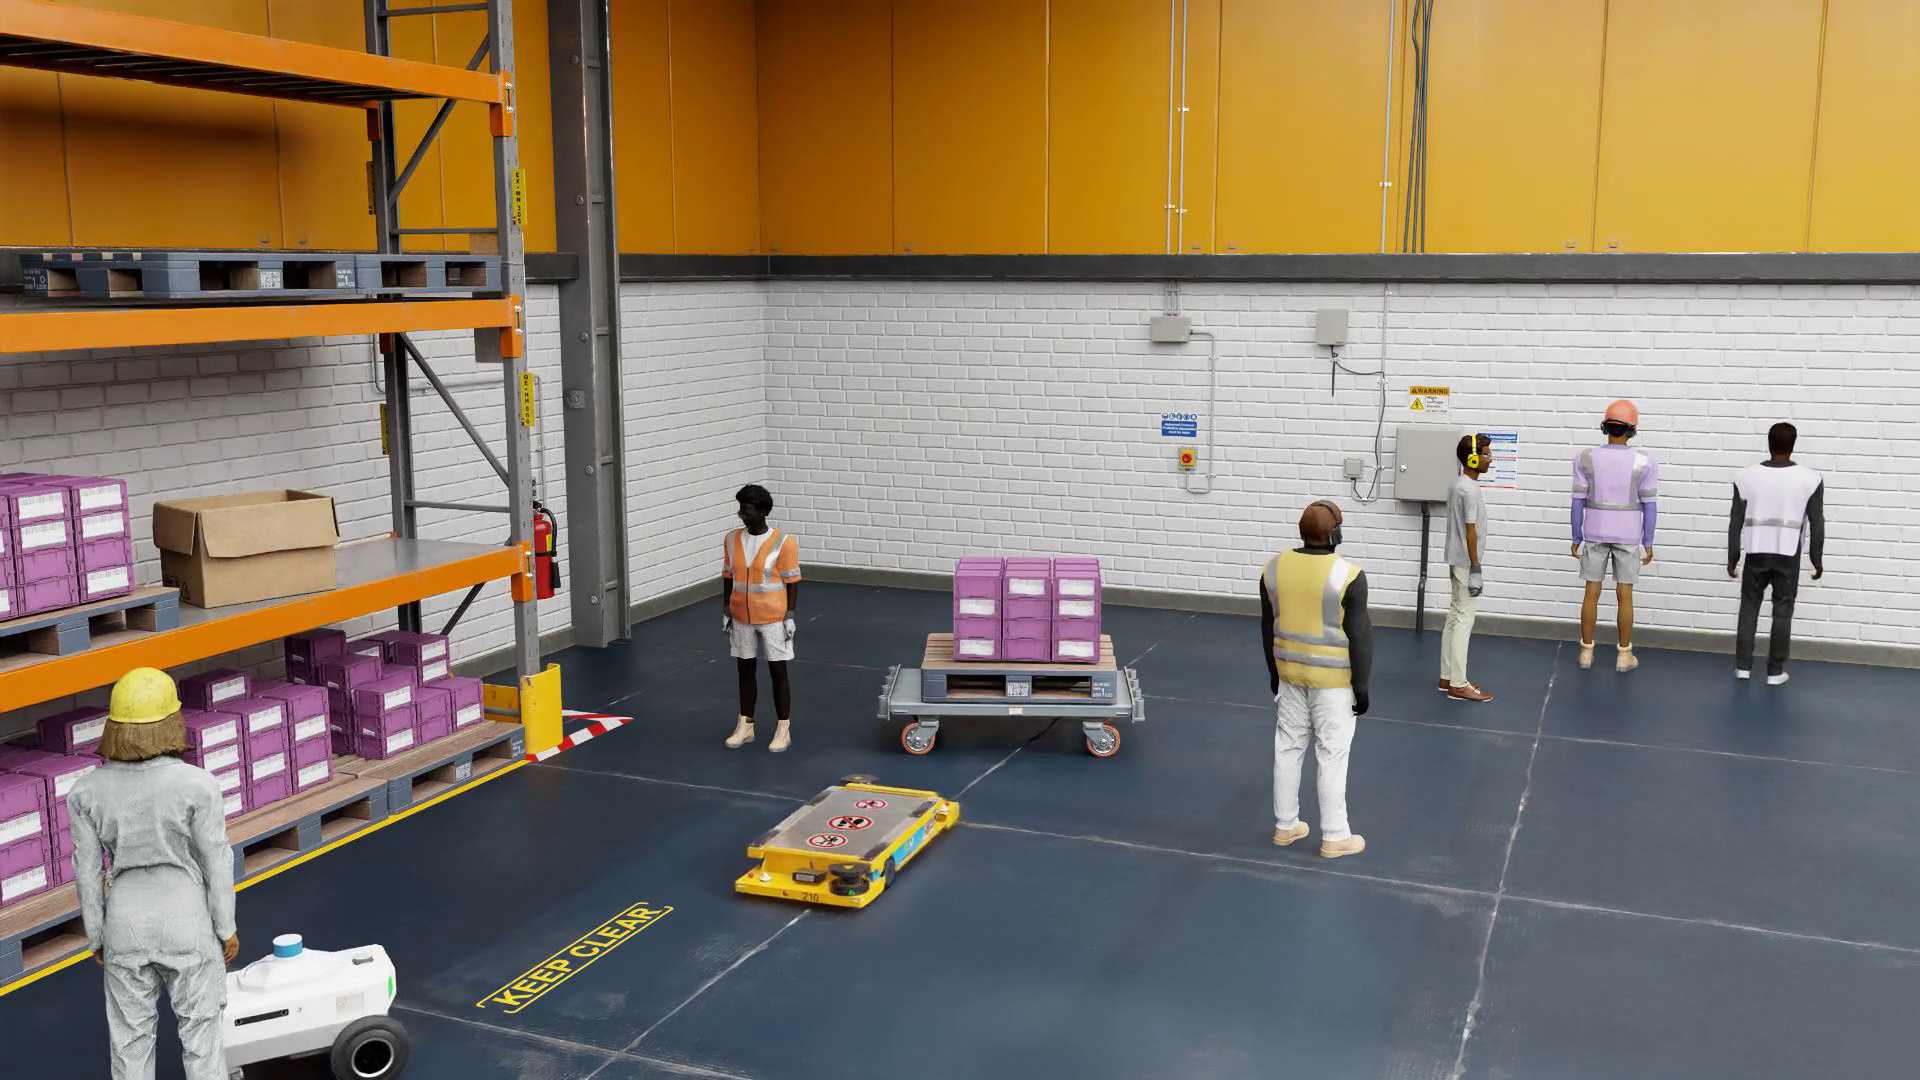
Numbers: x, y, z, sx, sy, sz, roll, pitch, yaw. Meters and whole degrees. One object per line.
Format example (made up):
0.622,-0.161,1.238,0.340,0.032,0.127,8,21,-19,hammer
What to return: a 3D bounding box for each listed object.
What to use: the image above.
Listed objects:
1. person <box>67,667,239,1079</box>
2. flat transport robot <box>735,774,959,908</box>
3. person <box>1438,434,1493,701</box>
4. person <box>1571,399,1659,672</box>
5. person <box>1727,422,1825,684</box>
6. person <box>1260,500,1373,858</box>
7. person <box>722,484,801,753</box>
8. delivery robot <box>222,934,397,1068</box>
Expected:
-2.620,1.273,5.464,0.484,1.745,0.297,-1,9,-7,person
-0.538,1.508,8.497,0.652,0.197,1.431,3,10,18,flat transport robot
3.570,0.186,11.674,0.328,1.872,0.513,0,9,2,person
4.897,-0.034,12.482,0.610,2.043,0.375,5,11,28,person
5.899,0.102,12.049,0.614,1.914,0.420,6,11,33,person
1.851,0.709,8.587,0.626,1.847,0.429,9,13,43,person
-1.254,0.486,10.393,0.540,1.690,0.317,4,10,22,person
-2.477,1.705,6.159,0.707,0.478,0.477,-5,11,-29,delivery robot
